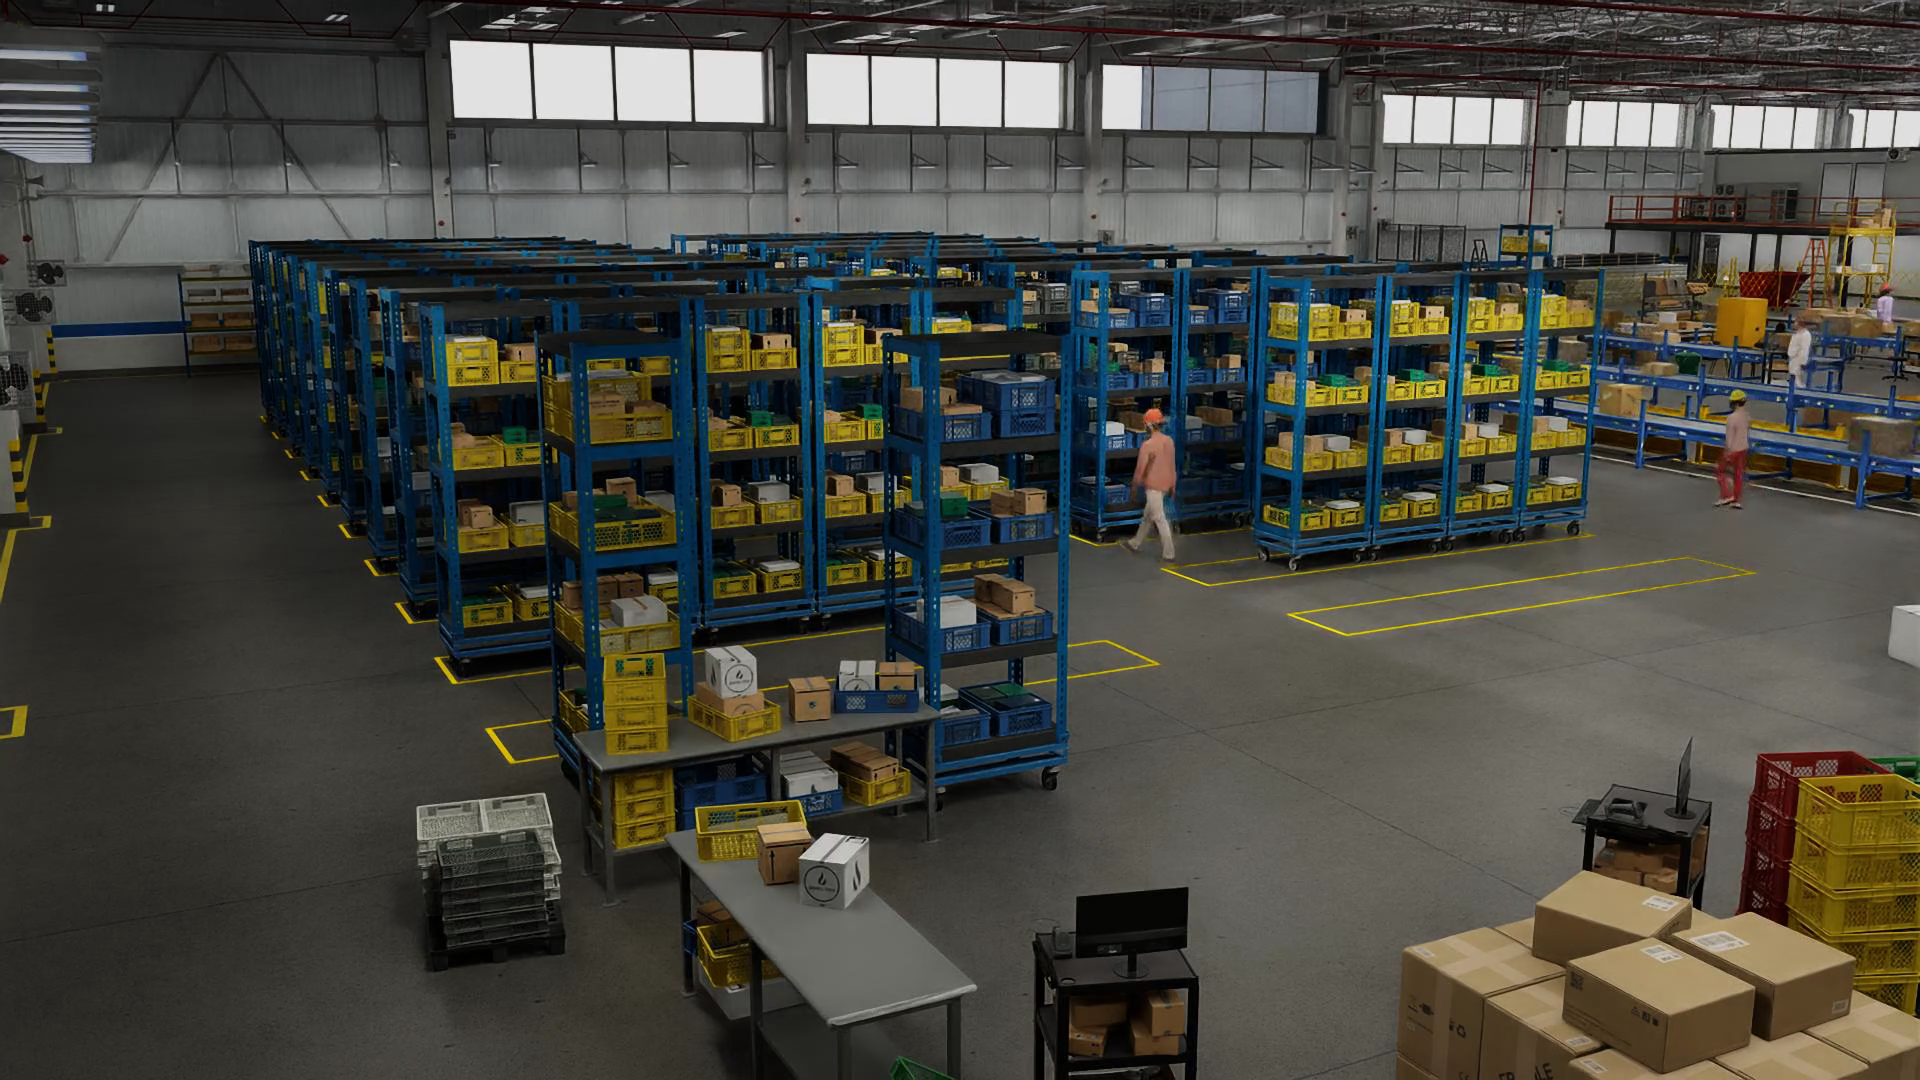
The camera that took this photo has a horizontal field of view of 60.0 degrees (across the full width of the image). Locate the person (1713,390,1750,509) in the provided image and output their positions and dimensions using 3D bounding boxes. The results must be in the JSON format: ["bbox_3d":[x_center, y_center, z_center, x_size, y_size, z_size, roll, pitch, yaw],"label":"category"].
[{"bbox_3d":[11.337,-1.331,24.400,0.530,1.749,0.459,-6,13,-24],"label":"person"}]

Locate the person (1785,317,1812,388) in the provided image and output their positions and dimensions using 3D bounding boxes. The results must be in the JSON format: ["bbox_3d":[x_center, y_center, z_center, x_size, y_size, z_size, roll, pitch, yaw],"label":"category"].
[{"bbox_3d":[18.099,-3.884,36.001,0.437,1.887,0.664,2,12,9],"label":"person"}]

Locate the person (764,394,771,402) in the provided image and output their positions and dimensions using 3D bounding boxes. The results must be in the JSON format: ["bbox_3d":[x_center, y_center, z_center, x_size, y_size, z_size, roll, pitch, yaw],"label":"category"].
[{"bbox_3d":[-3.697,-2.691,30.561,0.587,1.825,0.640,-7,14,-29],"label":"person"}]

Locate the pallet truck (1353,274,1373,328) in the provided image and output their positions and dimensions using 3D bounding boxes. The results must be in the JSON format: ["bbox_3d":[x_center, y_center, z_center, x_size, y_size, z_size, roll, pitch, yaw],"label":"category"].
[{"bbox_3d":[13.011,-8.050,55.243,0.823,1.965,1.885,-7,14,-28],"label":"pallet truck"}]

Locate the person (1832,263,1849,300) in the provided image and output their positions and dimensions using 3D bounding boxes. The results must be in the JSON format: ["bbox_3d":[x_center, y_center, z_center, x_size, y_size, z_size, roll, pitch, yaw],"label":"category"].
[{"bbox_3d":[36.395,-10.806,68.546,0.507,1.830,0.568,-8,14,-33],"label":"person"}]

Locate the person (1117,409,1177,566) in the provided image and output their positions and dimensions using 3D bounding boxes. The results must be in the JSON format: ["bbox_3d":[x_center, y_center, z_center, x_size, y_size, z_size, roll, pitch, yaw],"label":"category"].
[{"bbox_3d":[2.361,-0.675,20.864,1.004,1.939,0.649,10,16,40],"label":"person"}]

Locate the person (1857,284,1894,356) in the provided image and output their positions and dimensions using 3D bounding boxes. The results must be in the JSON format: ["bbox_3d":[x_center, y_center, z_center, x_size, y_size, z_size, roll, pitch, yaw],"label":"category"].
[{"bbox_3d":[25.449,-6.068,45.985,0.640,1.987,1.030,-5,13,-21],"label":"person"}]
